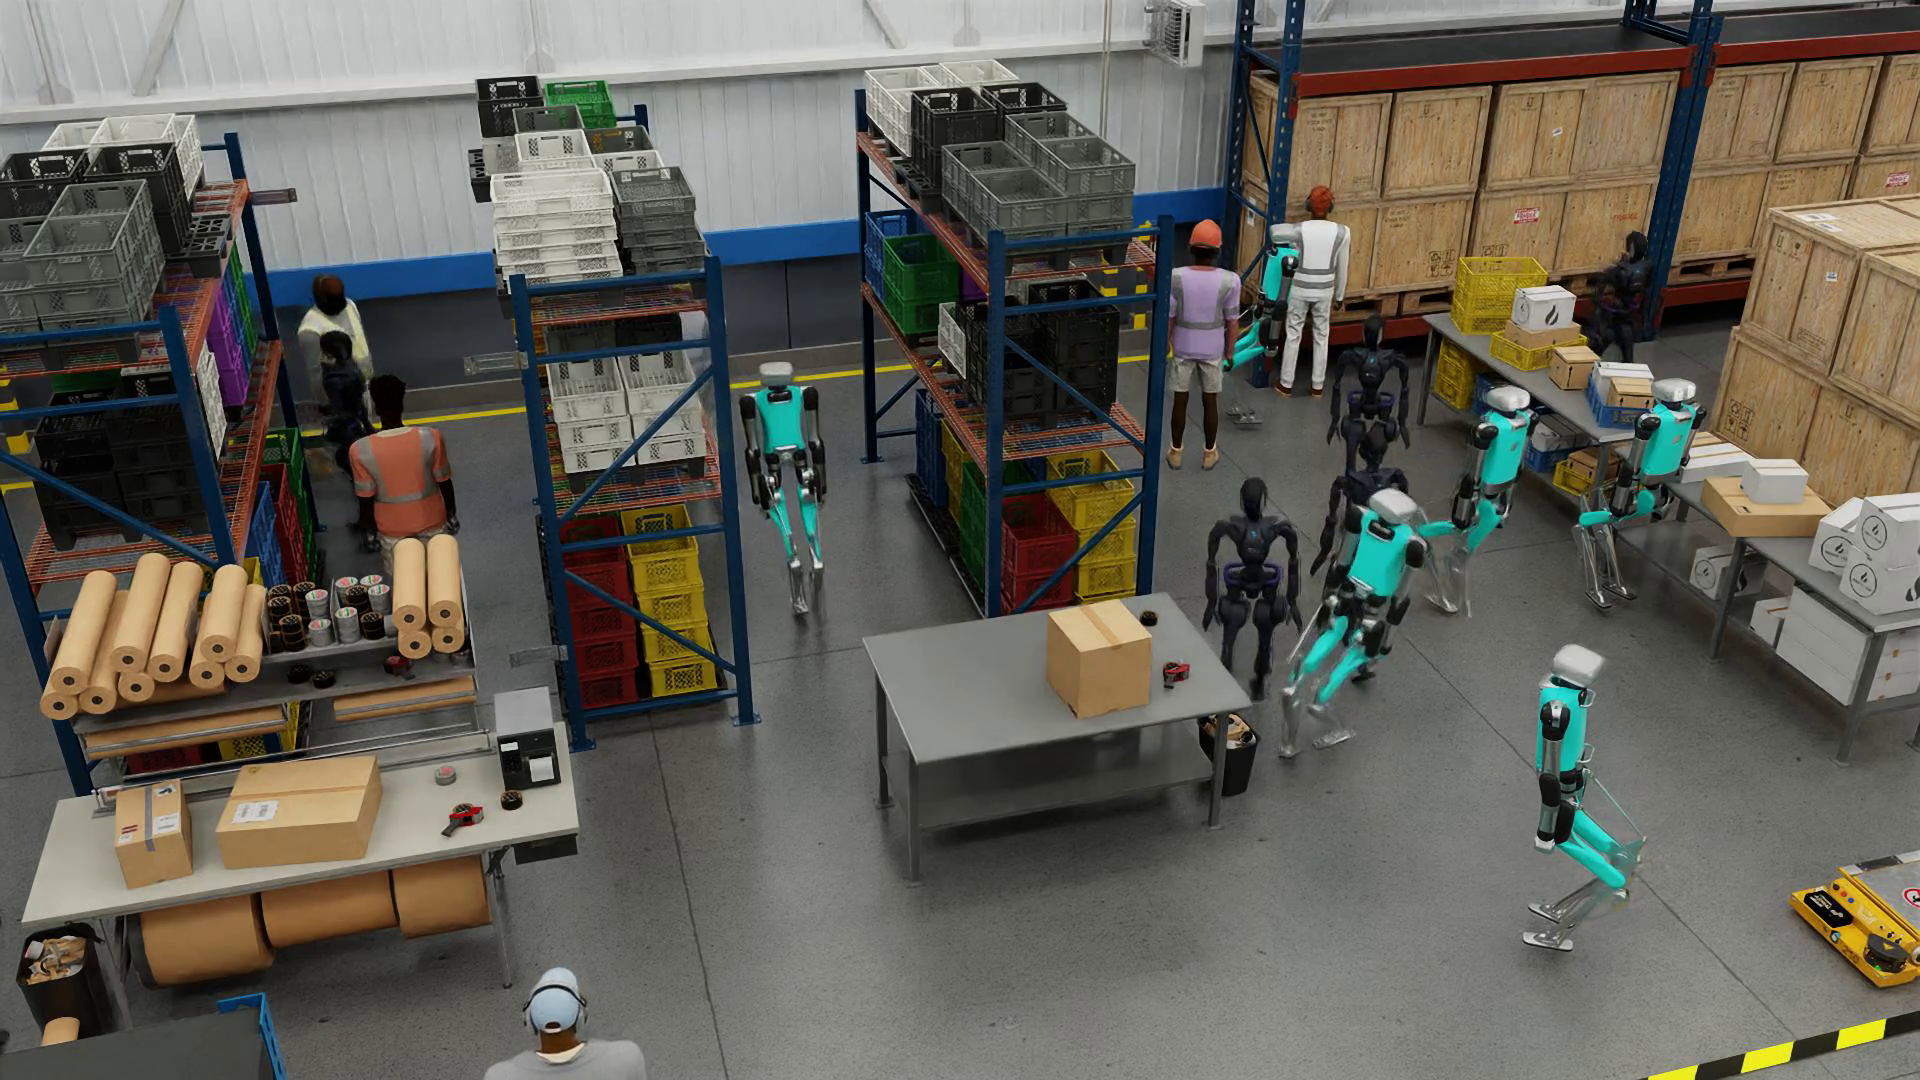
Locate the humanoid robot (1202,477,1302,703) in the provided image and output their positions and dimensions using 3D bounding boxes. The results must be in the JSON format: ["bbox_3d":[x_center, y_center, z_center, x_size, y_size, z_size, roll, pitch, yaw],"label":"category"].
[{"bbox_3d":[1.776,0.360,10.088,0.607,1.646,0.556,4,29,8],"label":"humanoid robot"}]

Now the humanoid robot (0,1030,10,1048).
[{"bbox_3d":[-4.774,1.715,7.584,0.601,1.639,0.405,-7,29,-12],"label":"humanoid robot"}]

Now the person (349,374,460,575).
[{"bbox_3d":[-3.515,-0.135,10.645,0.602,1.966,0.367,-12,31,-20],"label":"person"}]

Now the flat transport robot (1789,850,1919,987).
[{"bbox_3d":[5.163,1.916,8.676,1.431,0.231,0.659,-8,30,-14],"label":"flat transport robot"}]

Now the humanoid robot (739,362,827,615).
[{"bbox_3d":[-1.116,-0.222,11.092,0.543,1.815,0.824,-7,30,-13],"label":"humanoid robot"}]

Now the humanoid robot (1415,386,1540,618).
[{"bbox_3d":[3.352,-0.247,11.117,0.538,1.800,0.779,-18,33,-29],"label":"humanoid robot"}]

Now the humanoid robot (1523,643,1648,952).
[{"bbox_3d":[3.101,1.311,8.112,0.735,1.677,0.533,15,32,25],"label":"humanoid robot"}]

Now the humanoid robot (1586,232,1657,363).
[{"bbox_3d":[5.592,-1.879,14.185,0.611,1.620,0.795,-9,30,-15],"label":"humanoid robot"}]

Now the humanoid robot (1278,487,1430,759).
[{"bbox_3d":[2.182,0.588,9.581,0.796,1.780,0.592,-23,36,-36],"label":"humanoid robot"}]

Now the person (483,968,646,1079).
[{"bbox_3d":[-1.429,2.349,6.244,0.589,1.852,0.401,-7,30,-13],"label":"person"}]

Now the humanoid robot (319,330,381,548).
[{"bbox_3d":[-4.349,-0.752,12.074,0.464,1.651,0.601,-3,29,-5],"label":"humanoid robot"}]

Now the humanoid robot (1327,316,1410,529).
[{"bbox_3d":[3.063,-0.900,12.400,0.610,1.628,0.793,8,30,14],"label":"humanoid robot"}]

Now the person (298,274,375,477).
[{"bbox_3d":[-4.765,-1.194,12.728,0.745,1.813,0.616,5,29,9],"label":"person"}]

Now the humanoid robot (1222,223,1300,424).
[{"bbox_3d":[2.372,-1.774,13.764,0.748,1.699,0.530,-2,29,-4],"label":"humanoid robot"}]

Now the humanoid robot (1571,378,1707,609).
[{"bbox_3d":[4.470,-0.378,11.185,0.533,1.677,0.735,-12,31,-21],"label":"humanoid robot"}]

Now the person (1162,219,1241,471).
[{"bbox_3d":[1.865,-1.519,13.085,0.607,2.043,0.395,4,29,8],"label":"person"}]

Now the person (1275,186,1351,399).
[{"bbox_3d":[3.038,-2.129,14.364,0.570,1.877,0.338,2,29,4],"label":"person"}]

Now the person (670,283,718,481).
[{"bbox_3d":[-2.106,-1.261,12.855,0.612,1.804,0.604,-9,30,-15],"label":"person"}]

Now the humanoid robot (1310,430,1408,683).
[{"bbox_3d":[2.583,0.097,10.580,0.596,1.653,0.757,-7,30,-12],"label":"humanoid robot"}]
